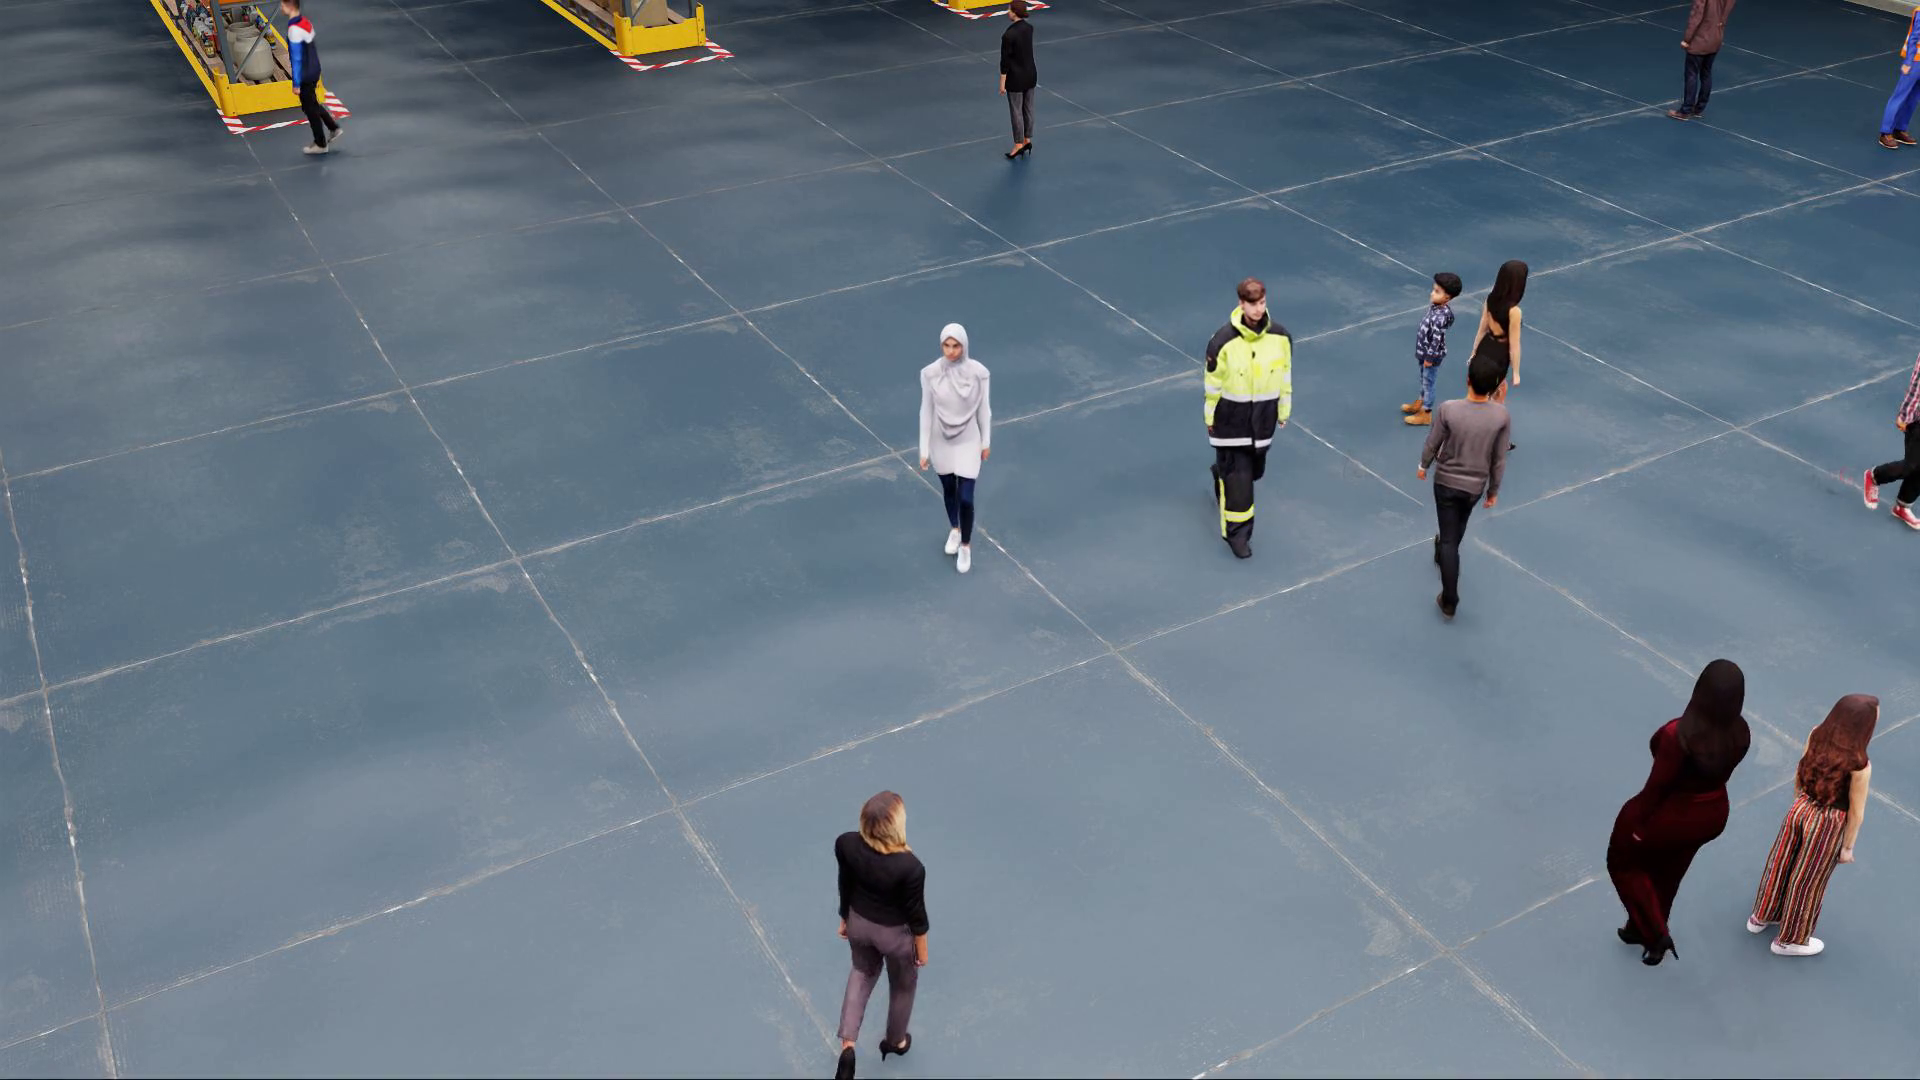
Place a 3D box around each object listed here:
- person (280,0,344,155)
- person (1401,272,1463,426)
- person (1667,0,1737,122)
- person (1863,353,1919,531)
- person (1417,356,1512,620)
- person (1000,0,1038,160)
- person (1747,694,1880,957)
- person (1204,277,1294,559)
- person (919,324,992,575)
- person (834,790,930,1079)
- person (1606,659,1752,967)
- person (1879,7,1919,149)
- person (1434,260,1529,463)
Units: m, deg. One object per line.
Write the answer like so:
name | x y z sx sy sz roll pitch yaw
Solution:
person | -7.119 -5.128 18.304 0.847 1.751 0.771 -2 32 -3
person | 3.695 -1.505 13.030 0.651 1.250 0.581 4 32 6
person | 8.657 -5.820 19.312 0.763 1.844 0.677 -14 35 -21
person | 6.748 -0.921 11.636 0.787 1.748 0.829 -9 33 -14
person | 3.217 -0.302 10.674 1.021 1.728 1.194 -4 32 -6
person | 0.662 -5.050 18.216 0.688 1.713 0.706 24 40 33
person | 4.213 1.378 8.166 0.655 1.562 0.524 -9 33 -14
person | 1.932 -0.916 11.430 0.927 1.960 1.207 -10 34 -15
person | -0.024 -0.687 11.263 0.818 1.751 0.883 7 33 10
person | -0.387 1.815 7.387 0.843 1.656 0.875 15 35 23
person | 3.506 1.394 7.983 0.725 1.732 0.762 -15 35 -22
person | 10.680 -5.326 18.511 0.711 1.864 0.631 -13 35 -20
person | 3.859 -1.265 12.309 0.824 1.613 1.043 -8 33 -13
